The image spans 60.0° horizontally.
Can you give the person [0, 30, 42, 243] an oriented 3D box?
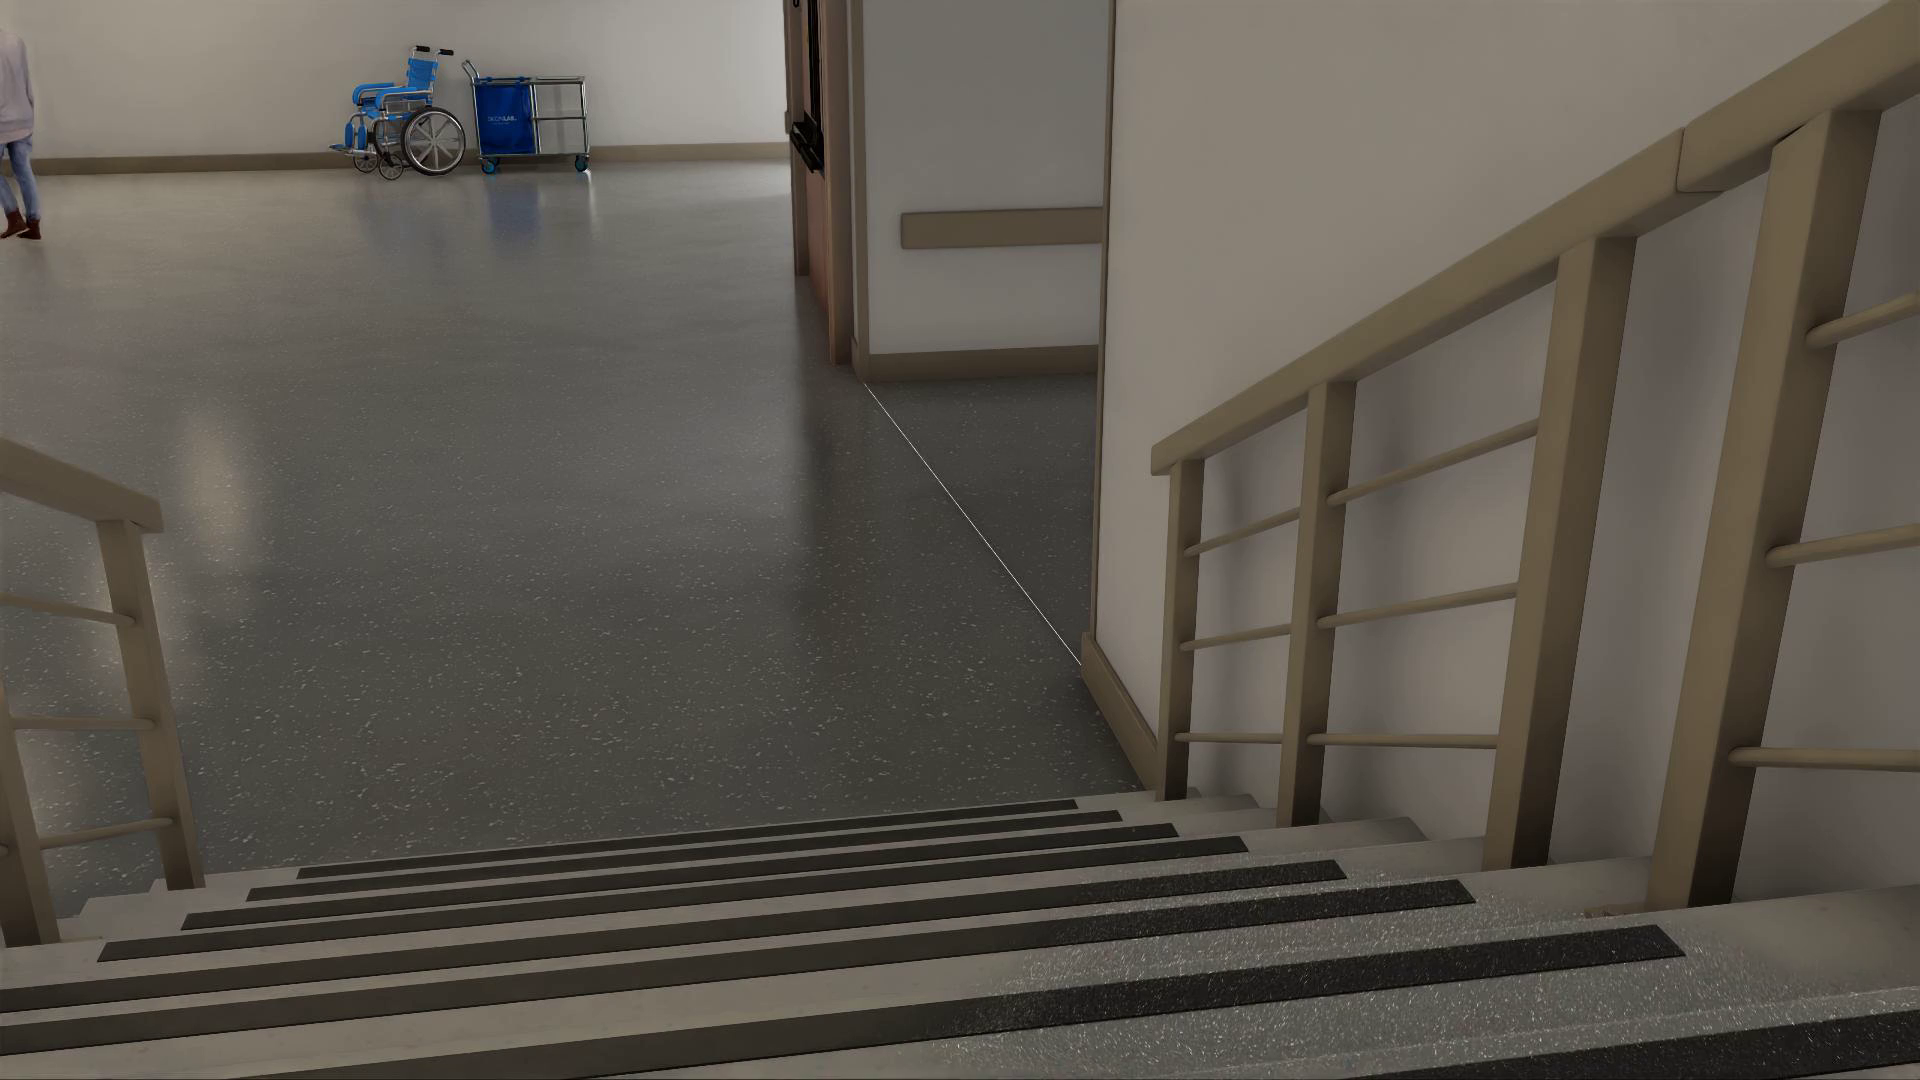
[{"bbox_3d":[-7.081,-3.141,12.421,0.855,1.827,0.786,12,24,30],"label":"person"}]
